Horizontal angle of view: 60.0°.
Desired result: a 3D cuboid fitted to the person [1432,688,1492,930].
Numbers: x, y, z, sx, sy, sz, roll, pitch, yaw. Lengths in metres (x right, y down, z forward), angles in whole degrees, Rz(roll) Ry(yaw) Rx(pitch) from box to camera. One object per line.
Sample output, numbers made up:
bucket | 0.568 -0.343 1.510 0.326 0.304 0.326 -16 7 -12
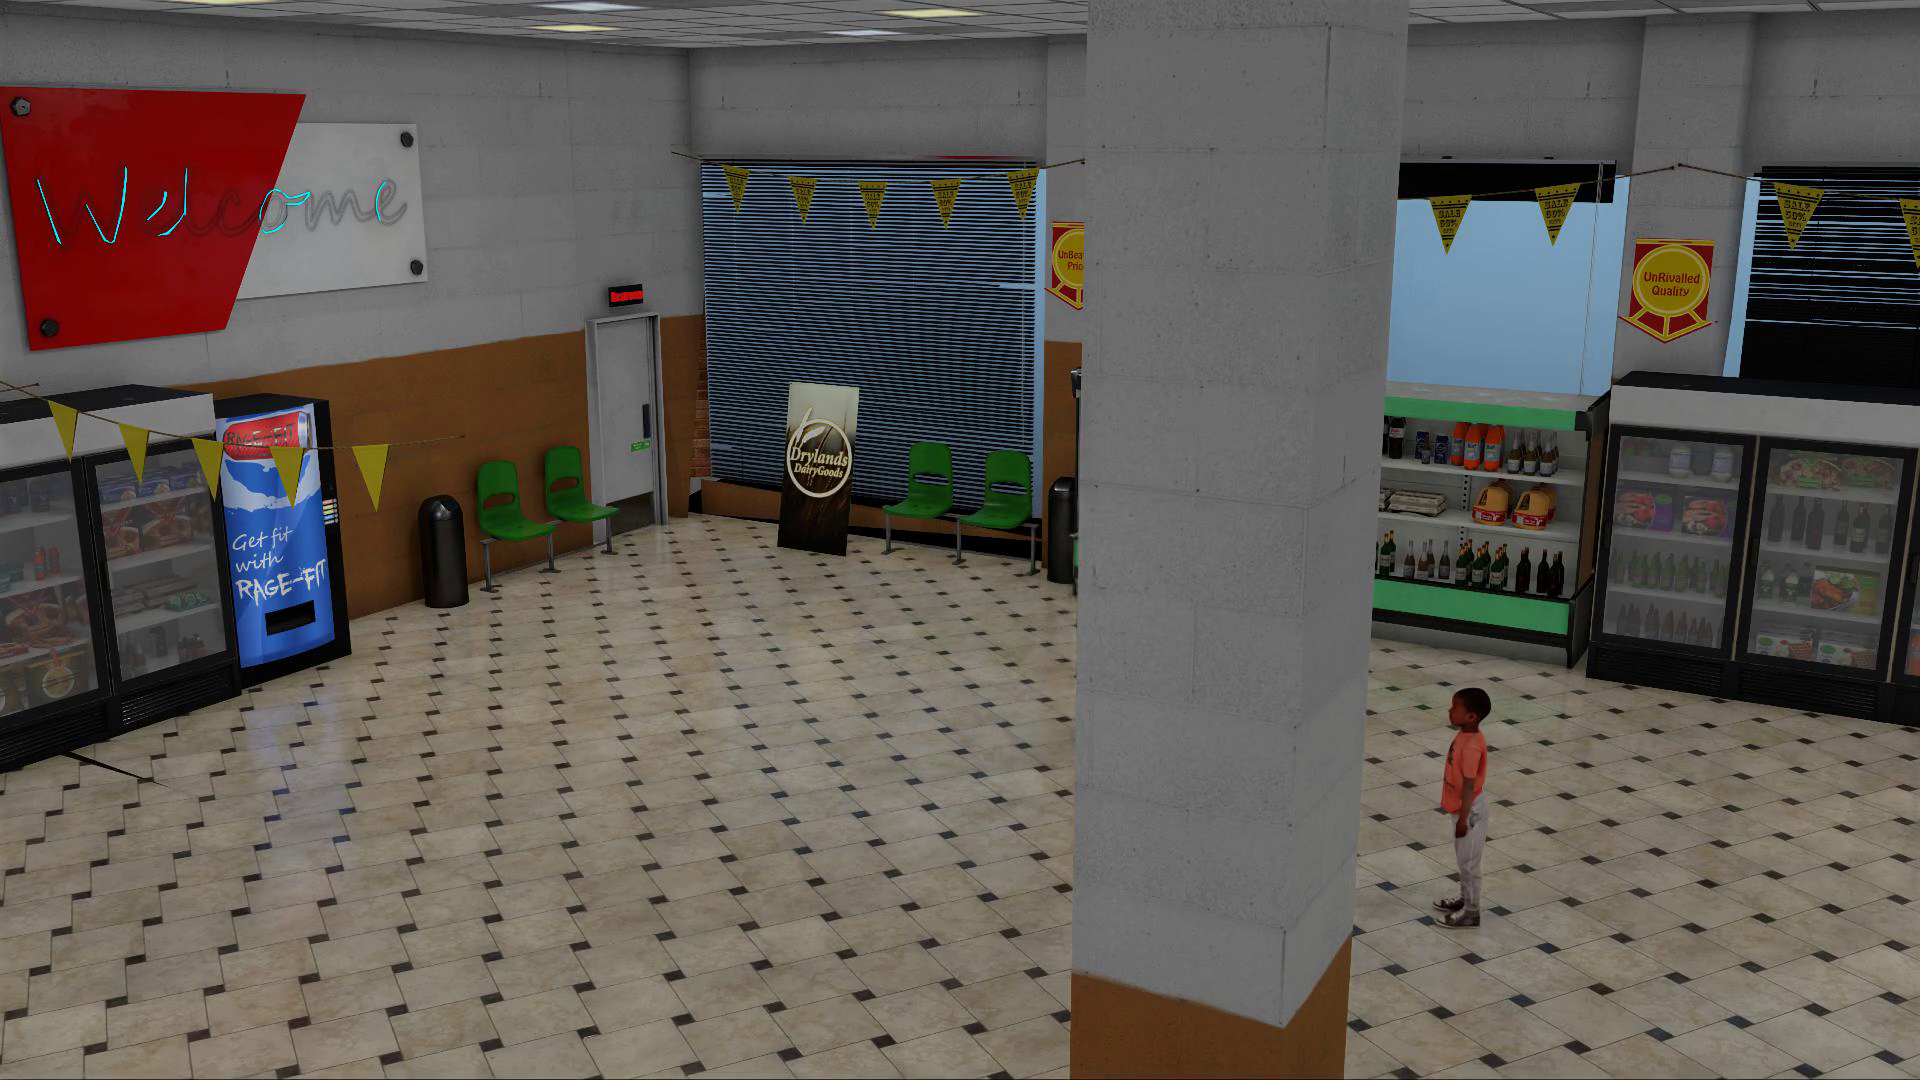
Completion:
person | 2.701 1.408 8.821 0.535 1.307 0.522 3 14 12
